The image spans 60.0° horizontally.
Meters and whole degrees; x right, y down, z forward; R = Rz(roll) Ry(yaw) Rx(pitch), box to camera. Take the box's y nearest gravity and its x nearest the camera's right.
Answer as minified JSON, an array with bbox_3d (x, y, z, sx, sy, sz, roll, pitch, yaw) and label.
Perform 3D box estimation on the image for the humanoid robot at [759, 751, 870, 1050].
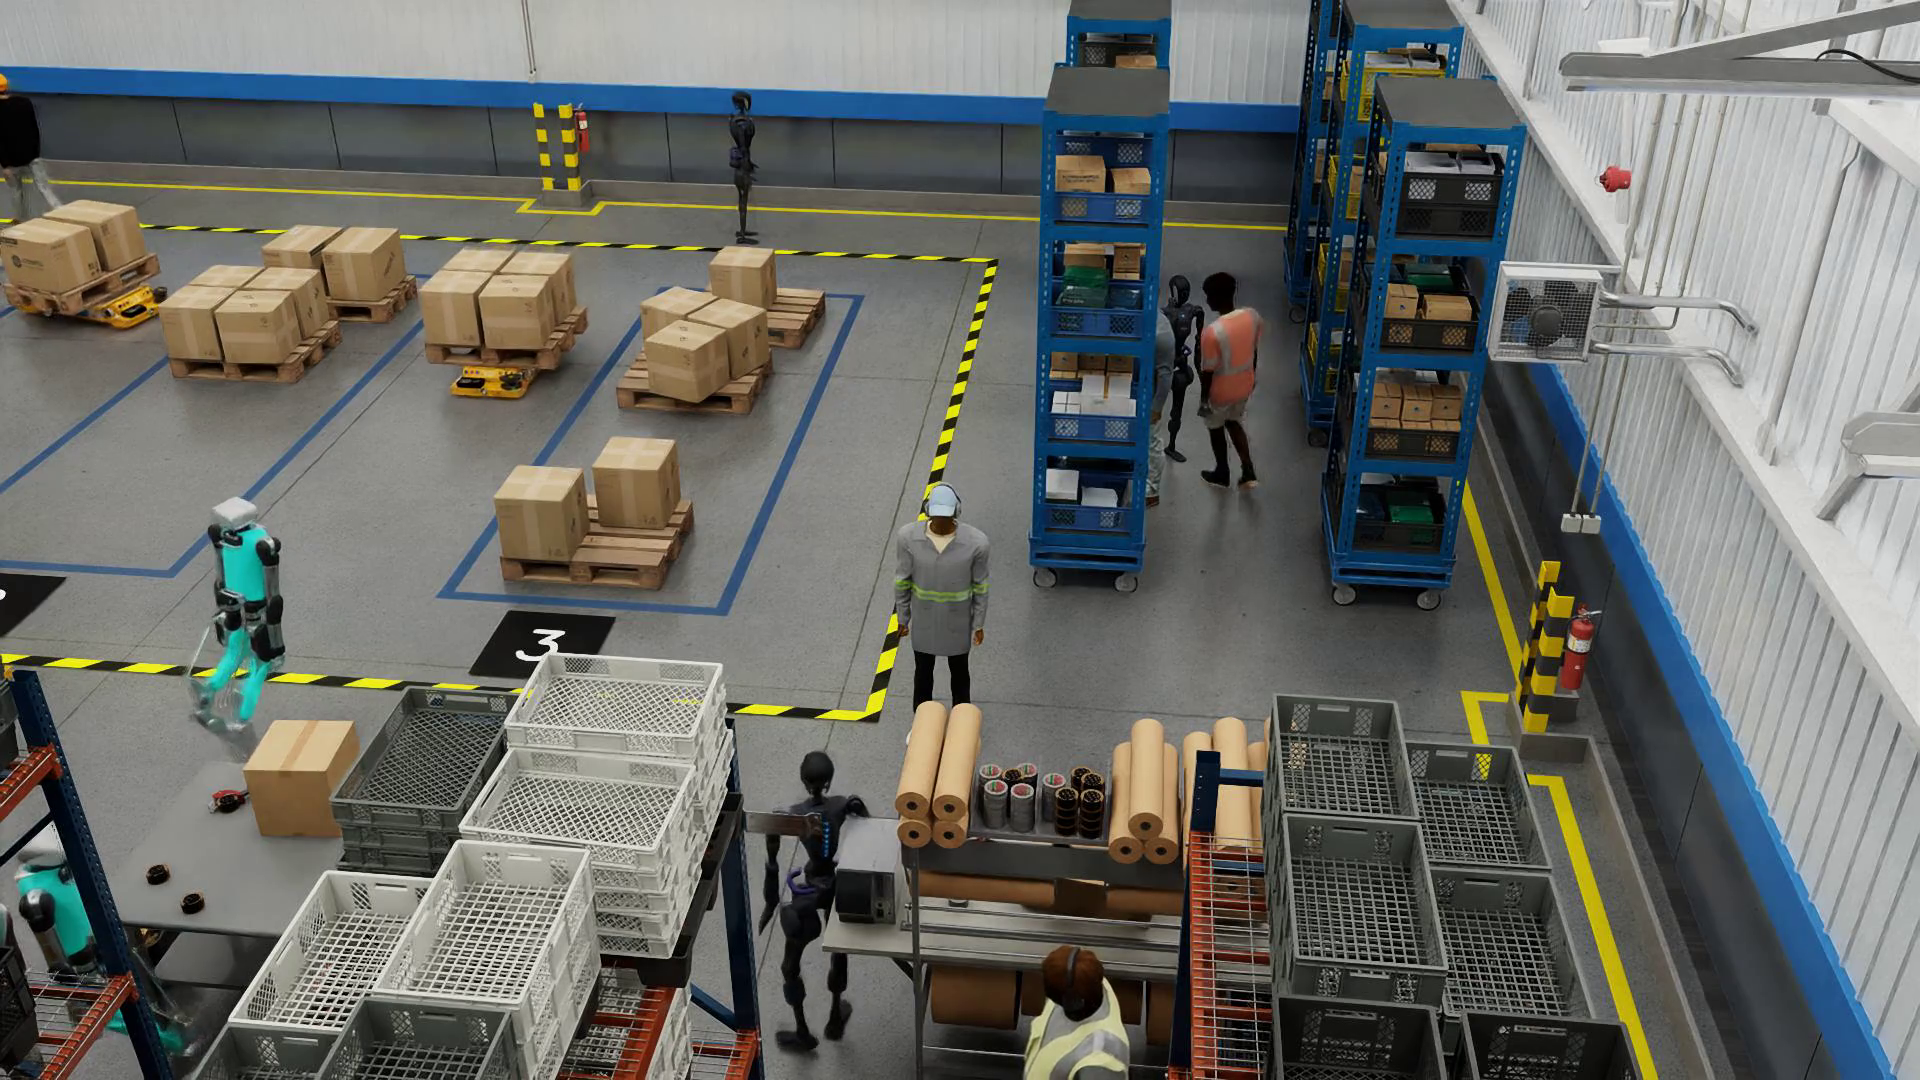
[{"bbox_3d":[-0.694,1.788,8.200,0.603,1.637,0.409,-13,33,-21],"label":"humanoid robot"}]

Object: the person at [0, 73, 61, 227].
[{"bbox_3d":[-10.410,-4.269,18.452,0.979,1.839,0.588,22,36,32],"label":"person"}]

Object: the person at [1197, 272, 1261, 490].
[{"bbox_3d":[2.120,-1.214,13.111,0.684,1.925,0.498,-24,38,-35],"label":"person"}]

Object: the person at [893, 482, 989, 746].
[{"bbox_3d":[-0.118,0.478,10.279,0.588,1.852,0.370,3,30,5],"label":"person"}]

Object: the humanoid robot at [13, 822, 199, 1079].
[{"bbox_3d":[-3.854,2.067,7.741,0.707,1.868,0.548,-8,31,-13],"label":"humanoid robot"}]

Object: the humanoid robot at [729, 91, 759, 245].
[{"bbox_3d":[-2.378,-4.124,18.341,0.315,1.657,0.599,-2,30,-4],"label":"humanoid robot"}]

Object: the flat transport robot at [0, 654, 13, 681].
[{"bbox_3d":[-7.142,0.969,11.010,1.431,0.231,0.659,3,30,6],"label":"flat transport robot"}]

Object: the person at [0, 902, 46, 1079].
[{"bbox_3d":[-4.408,2.156,7.417,0.404,1.831,0.587,11,32,18],"label":"person"}]

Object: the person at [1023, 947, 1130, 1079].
[{"bbox_3d":[0.474,2.414,6.969,0.431,1.838,0.622,-4,30,-7],"label":"person"}]

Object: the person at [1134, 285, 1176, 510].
[{"bbox_3d":[1.434,-1.148,12.986,0.375,1.939,0.627,-11,32,-19],"label":"person"}]

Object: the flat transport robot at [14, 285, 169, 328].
[{"bbox_3d":[-8.778,-2.444,16.843,1.431,0.197,0.652,10,32,16],"label":"flat transport robot"}]

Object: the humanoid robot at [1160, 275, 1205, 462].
[{"bbox_3d":[1.746,-1.389,13.644,0.599,1.657,0.315,-13,33,-21],"label":"humanoid robot"}]

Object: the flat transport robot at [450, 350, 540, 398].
[{"bbox_3d":[-4.219,-1.731,15.618,0.652,0.197,1.431,3,30,6],"label":"flat transport robot"}]

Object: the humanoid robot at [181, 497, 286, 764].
[{"bbox_3d":[-4.417,0.695,10.065,0.543,1.815,0.818,16,34,25],"label":"humanoid robot"}]
